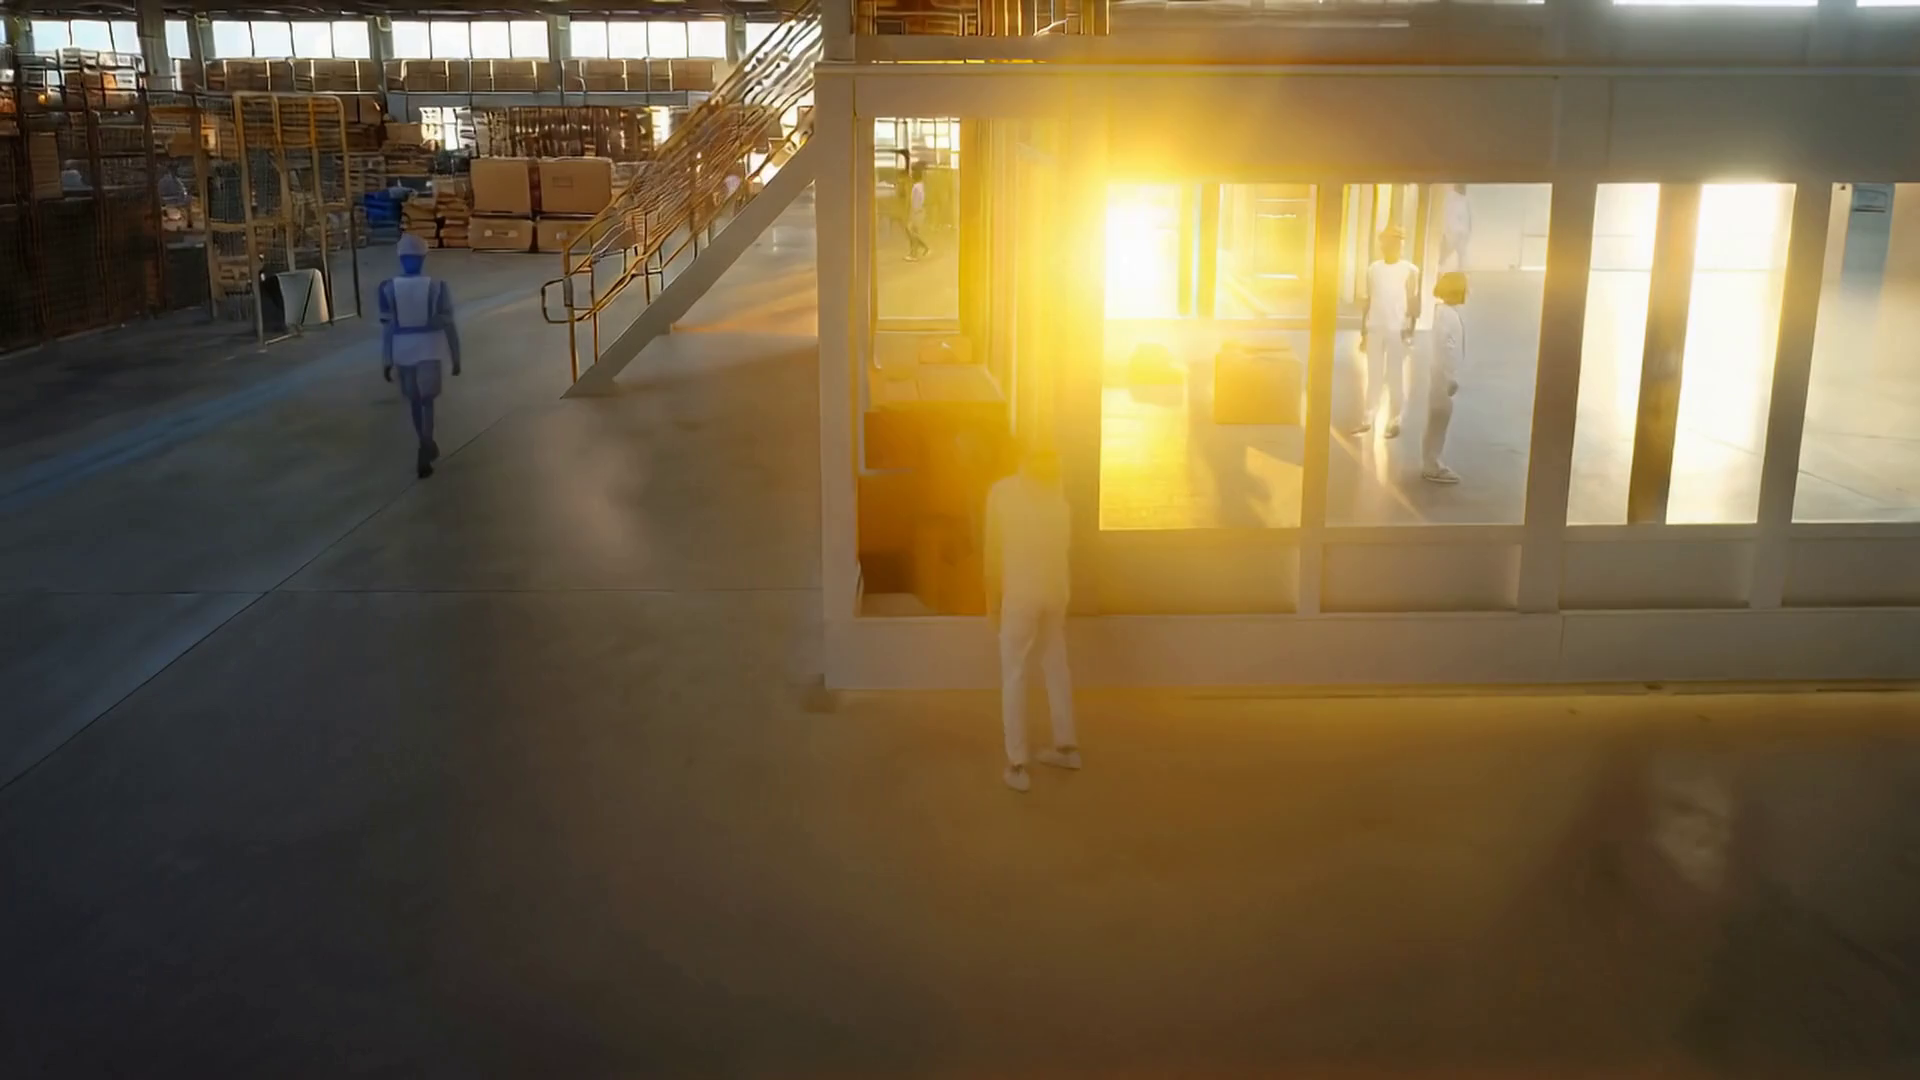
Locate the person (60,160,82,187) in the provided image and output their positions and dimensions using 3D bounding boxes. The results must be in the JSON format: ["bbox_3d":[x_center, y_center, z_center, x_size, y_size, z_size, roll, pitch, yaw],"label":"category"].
[{"bbox_3d":[-24.468,-9.550,45.737,0.591,1.790,0.940,-1,14,-4],"label":"person"}]

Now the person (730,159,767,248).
[{"bbox_3d":[-4.881,-7.510,37.185,1.075,1.983,0.623,6,15,22],"label":"person"}]

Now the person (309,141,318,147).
[{"bbox_3d":[-36.351,-21.528,93.520,0.631,1.831,0.429,-6,15,-22],"label":"person"}]

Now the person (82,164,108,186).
[{"bbox_3d":[-17.336,-6.595,33.564,0.816,1.970,0.610,7,16,25],"label":"person"}]

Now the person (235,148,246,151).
[{"bbox_3d":[-33.825,-17.807,78.350,0.635,1.965,0.456,-4,15,-14],"label":"person"}]

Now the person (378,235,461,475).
[{"bbox_3d":[-4.311,-1.485,13.300,0.568,1.883,1.013,-2,14,-8],"label":"person"}]

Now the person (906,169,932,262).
[{"bbox_3d":[-0.859,-6.500,33.363,0.461,1.866,0.596,2,14,8],"label":"person"}]

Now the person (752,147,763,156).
[{"bbox_3d":[-9.262,-17.097,75.798,0.404,1.828,0.592,13,19,42],"label":"person"}]

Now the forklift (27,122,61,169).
[{"bbox_3d":[-35.376,-14.773,64.377,1.129,2.768,1.873,-1,14,-2],"label":"forklift"}]

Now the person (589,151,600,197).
[{"bbox_3d":[-13.823,-13.946,63.422,0.934,1.716,0.539,-9,17,-32],"label":"person"}]
